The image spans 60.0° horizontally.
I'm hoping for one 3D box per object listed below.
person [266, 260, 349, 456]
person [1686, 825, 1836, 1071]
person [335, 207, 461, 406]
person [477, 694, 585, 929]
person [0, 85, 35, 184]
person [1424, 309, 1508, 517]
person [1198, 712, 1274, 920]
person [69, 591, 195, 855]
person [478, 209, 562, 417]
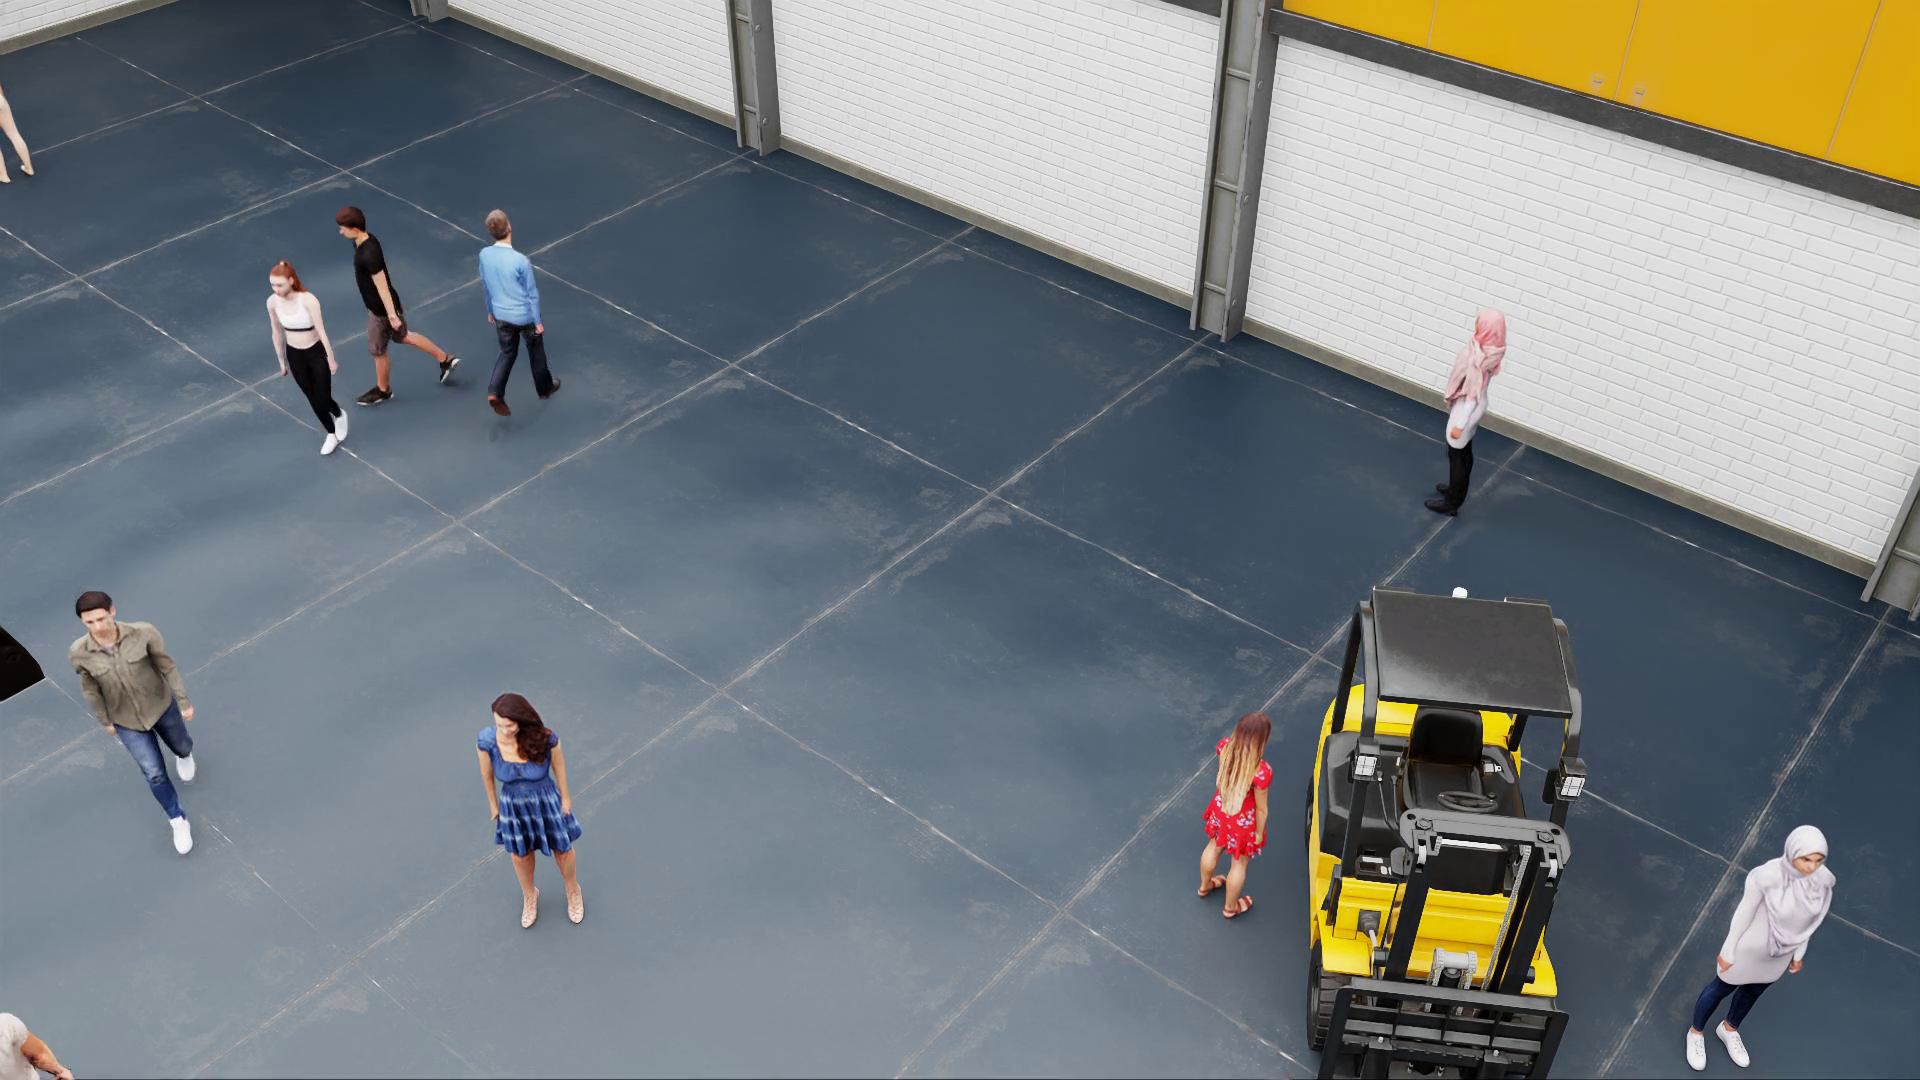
[{"bbox_3d":[-5.231,-1.508,13.470,0.736,1.733,0.805,4,39,5],"label":"person"},{"bbox_3d":[4.255,2.159,8.844,0.674,1.776,0.744,-1,39,-2],"label":"person"},{"bbox_3d":[-4.780,-1.985,13.992,1.094,1.827,1.207,-13,41,-16],"label":"person"},{"bbox_3d":[-2.456,1.567,9.562,0.743,1.806,0.802,-3,39,-4],"label":"person"},{"bbox_3d":[-10.123,-4.535,17.334,0.453,1.642,0.536,28,46,31],"label":"person"},{"bbox_3d":[3.905,-0.983,12.757,0.610,1.804,0.648,24,44,27],"label":"person"},{"bbox_3d":[1.605,1.596,9.697,0.679,1.592,0.543,-27,46,-29],"label":"person"},{"bbox_3d":[-5.022,0.990,10.252,0.987,1.846,1.229,-18,42,-21],"label":"person"},{"bbox_3d":[-3.755,-1.842,13.847,1.109,1.784,0.975,14,41,17],"label":"person"}]
